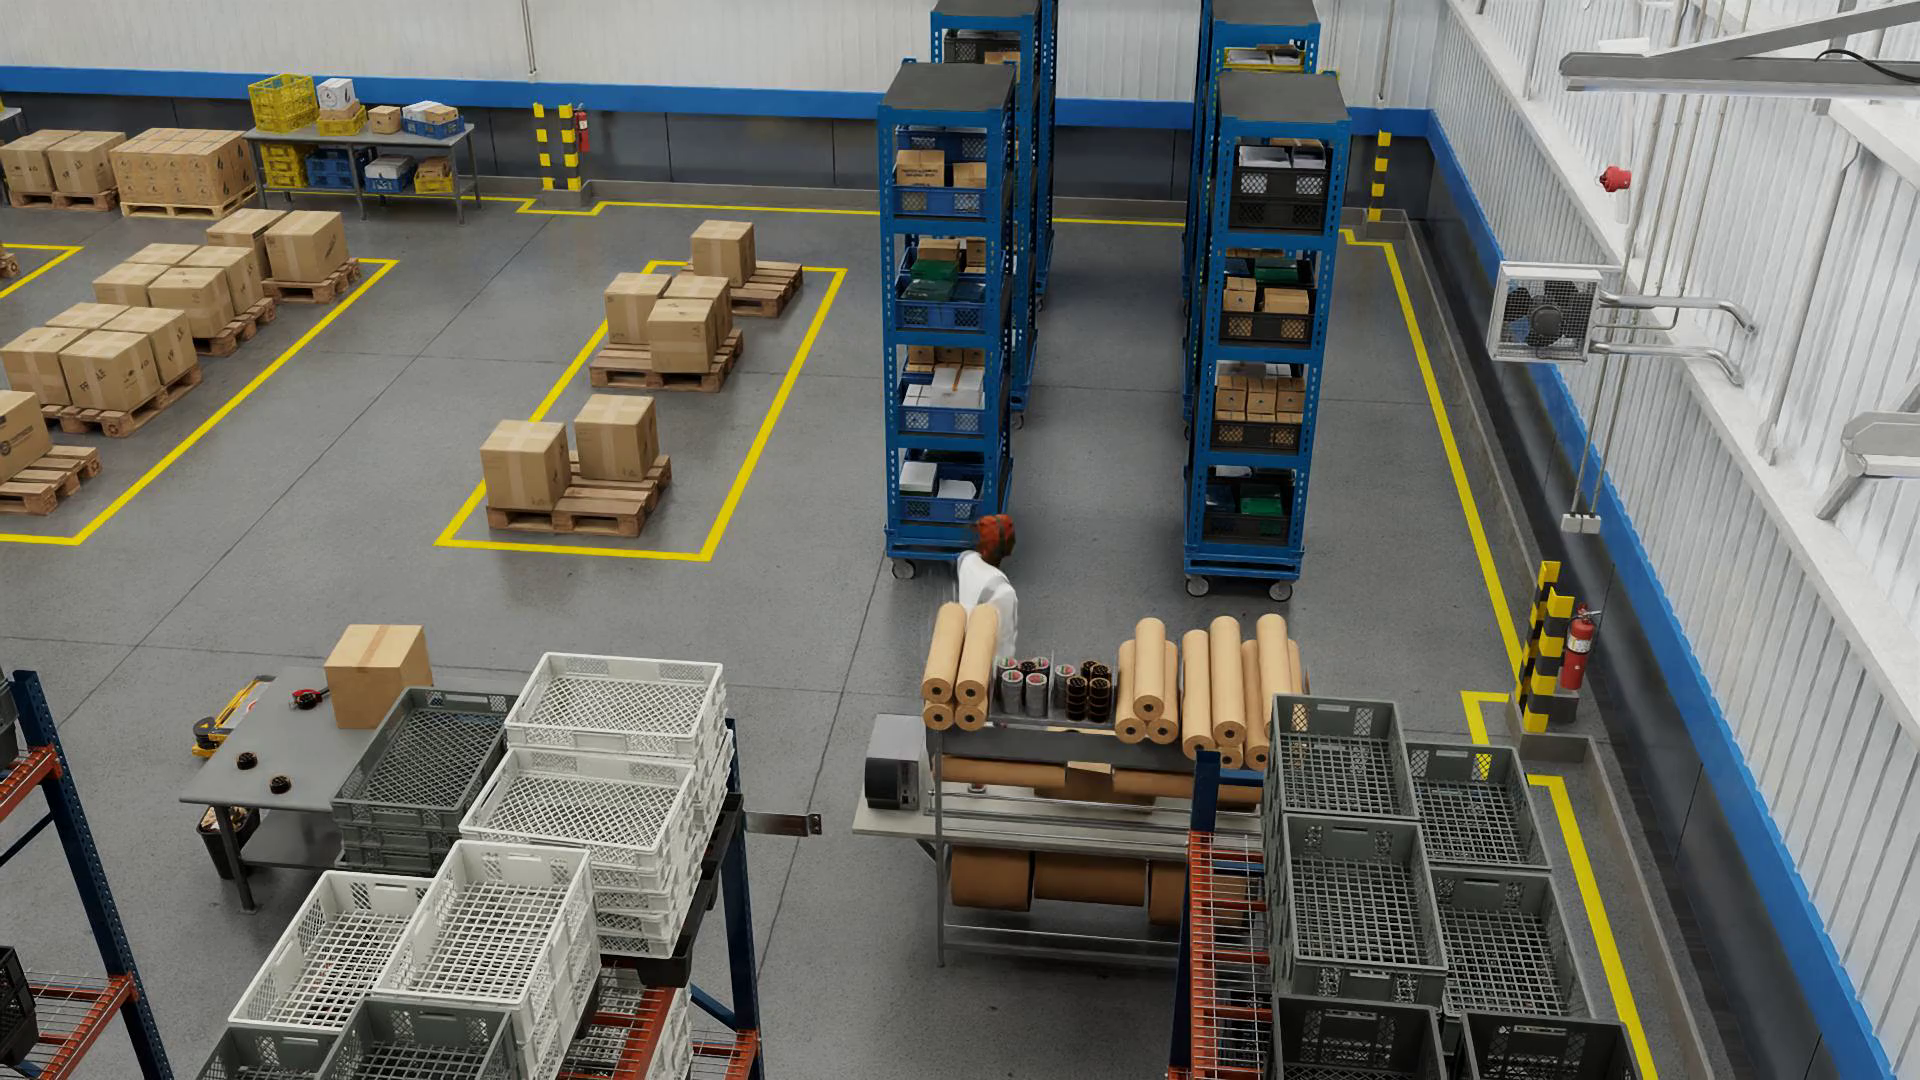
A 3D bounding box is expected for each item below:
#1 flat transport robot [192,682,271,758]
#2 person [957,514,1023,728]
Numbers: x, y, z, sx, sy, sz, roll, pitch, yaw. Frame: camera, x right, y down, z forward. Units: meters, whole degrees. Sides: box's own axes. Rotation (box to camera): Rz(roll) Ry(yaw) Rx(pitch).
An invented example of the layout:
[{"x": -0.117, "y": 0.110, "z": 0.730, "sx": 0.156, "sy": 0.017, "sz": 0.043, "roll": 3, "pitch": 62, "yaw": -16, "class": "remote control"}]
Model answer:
[{"x": -4.089, "y": 1.163, "z": 10.648, "sx": 1.431, "sy": 0.197, "sz": 0.652, "roll": 3, "pitch": 30, "yaw": 6, "class": "flat transport robot"}, {"x": 0.174, "y": 0.681, "z": 9.910, "sx": 0.448, "sy": 1.871, "sz": 0.599, "roll": -15, "pitch": 33, "yaw": -24, "class": "person"}]
